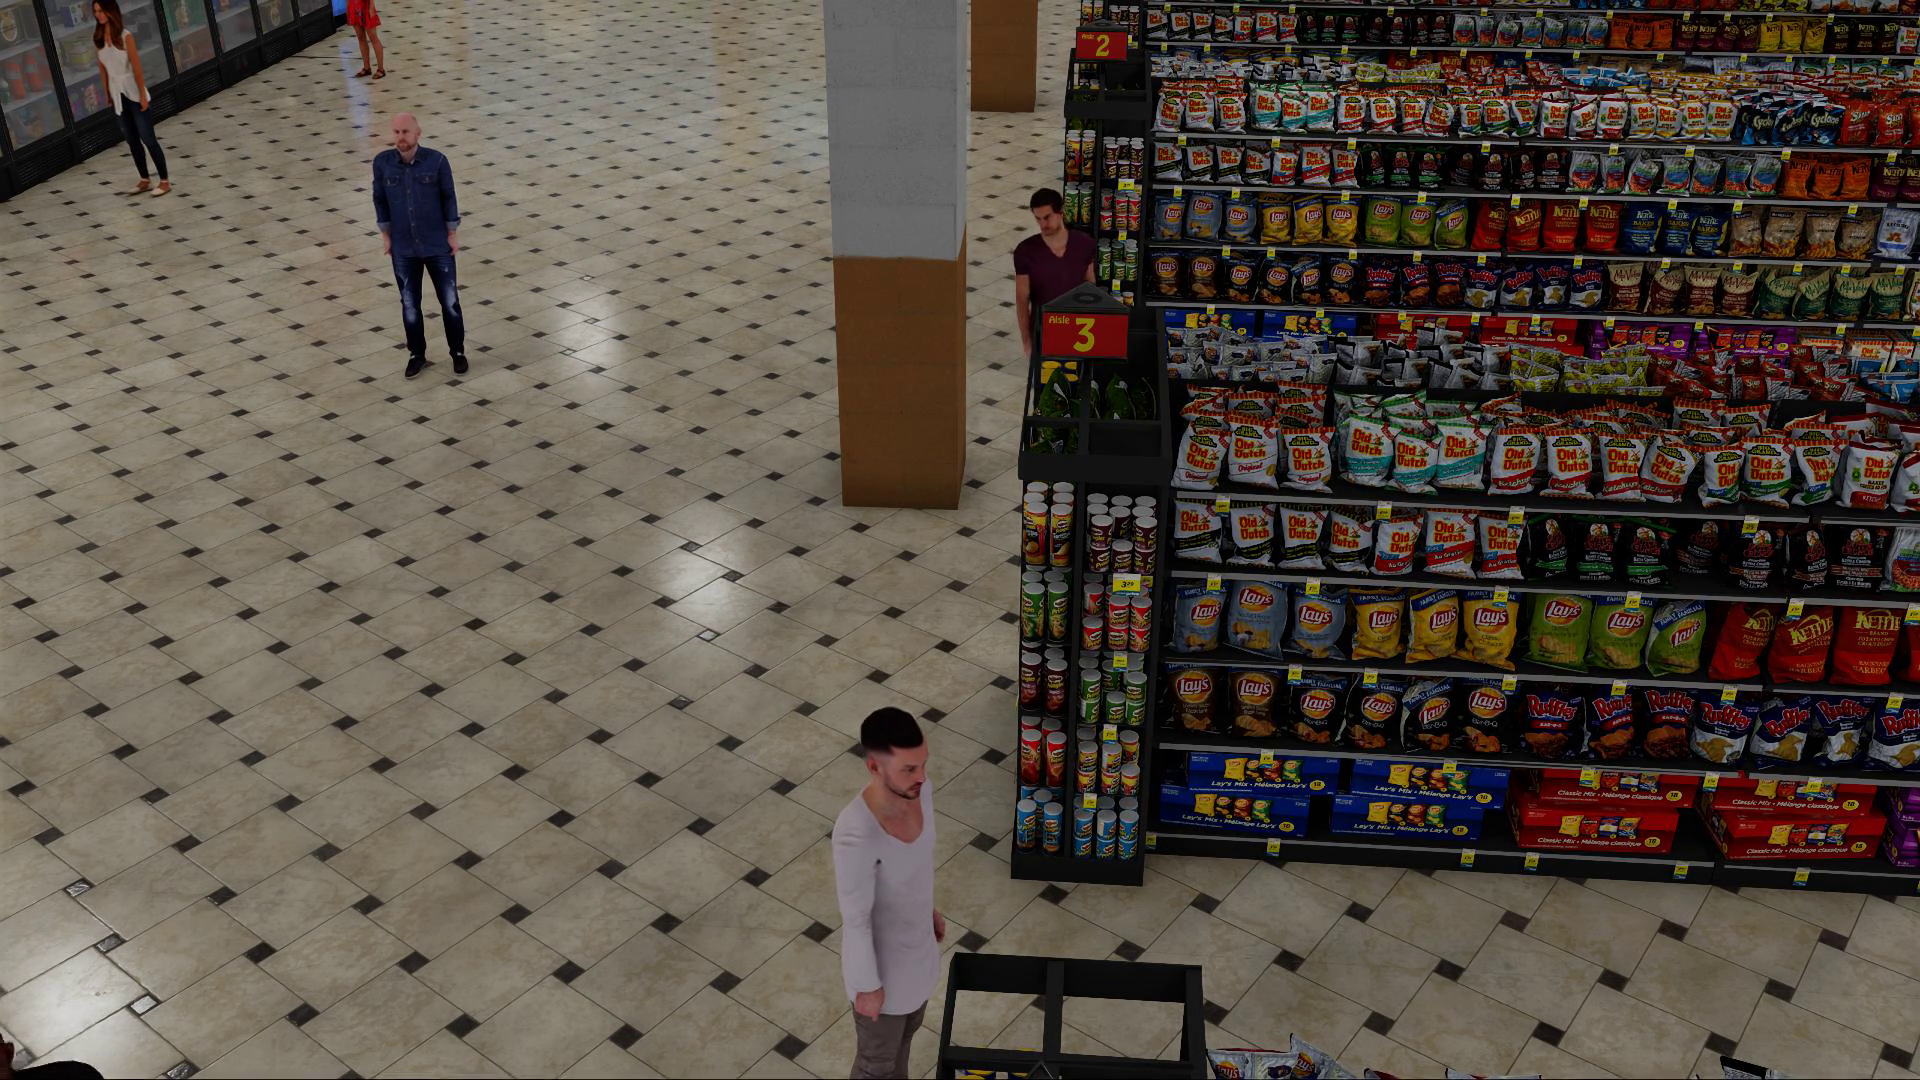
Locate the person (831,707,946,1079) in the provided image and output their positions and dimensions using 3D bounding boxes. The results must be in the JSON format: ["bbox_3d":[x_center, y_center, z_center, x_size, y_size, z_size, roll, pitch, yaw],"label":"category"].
[{"bbox_3d":[-0.222,1.304,5.302,0.673,1.834,0.732,11,31,20],"label":"person"}]

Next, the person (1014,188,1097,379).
[{"bbox_3d":[0.574,-1.253,10.022,1.060,1.798,0.929,-6,29,-11],"label":"person"}]

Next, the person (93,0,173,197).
[{"bbox_3d":[-7.546,-4.034,15.132,0.537,1.783,0.695,8,30,15],"label":"person"}]

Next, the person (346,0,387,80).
[{"bbox_3d":[-6.915,-6.171,19.246,0.582,1.593,0.699,13,31,22],"label":"person"}]

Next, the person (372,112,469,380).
[{"bbox_3d":[-3.689,-2.014,11.389,0.611,1.825,0.826,-4,29,-7],"label":"person"}]
